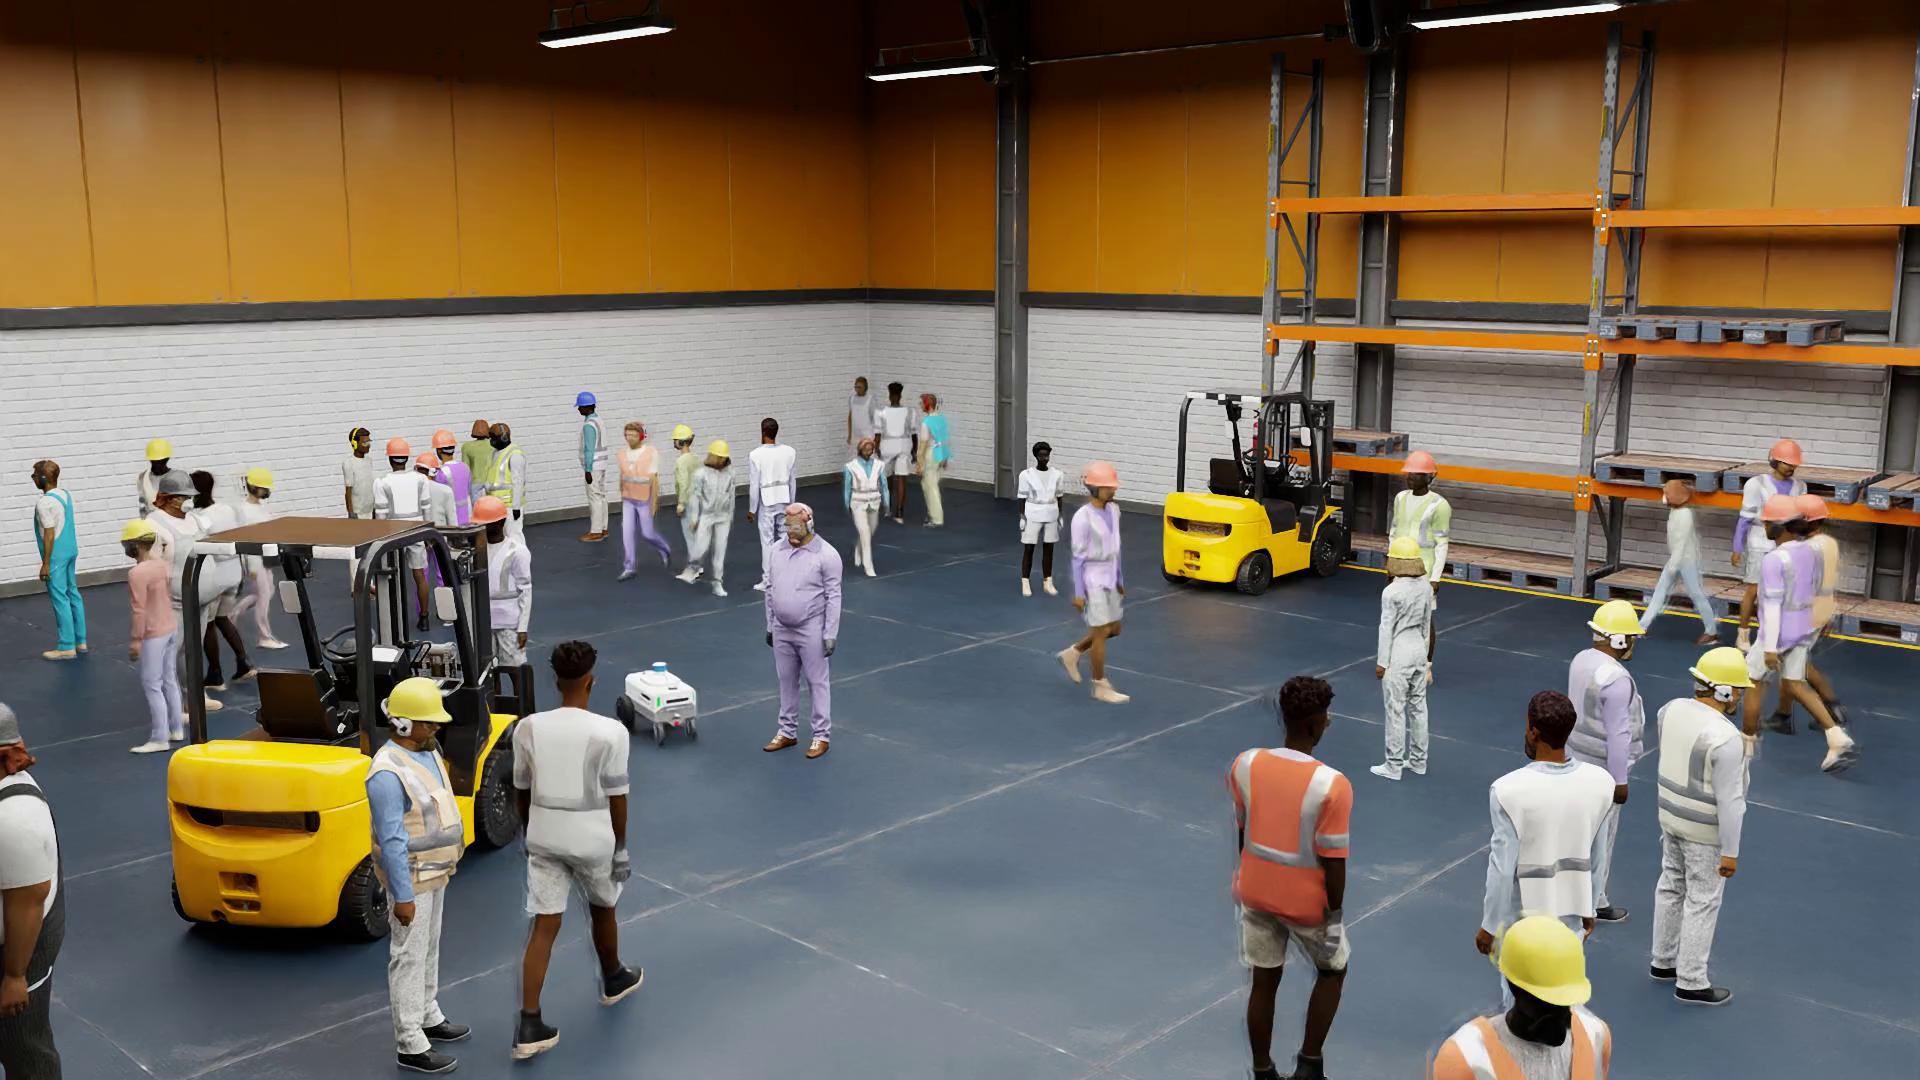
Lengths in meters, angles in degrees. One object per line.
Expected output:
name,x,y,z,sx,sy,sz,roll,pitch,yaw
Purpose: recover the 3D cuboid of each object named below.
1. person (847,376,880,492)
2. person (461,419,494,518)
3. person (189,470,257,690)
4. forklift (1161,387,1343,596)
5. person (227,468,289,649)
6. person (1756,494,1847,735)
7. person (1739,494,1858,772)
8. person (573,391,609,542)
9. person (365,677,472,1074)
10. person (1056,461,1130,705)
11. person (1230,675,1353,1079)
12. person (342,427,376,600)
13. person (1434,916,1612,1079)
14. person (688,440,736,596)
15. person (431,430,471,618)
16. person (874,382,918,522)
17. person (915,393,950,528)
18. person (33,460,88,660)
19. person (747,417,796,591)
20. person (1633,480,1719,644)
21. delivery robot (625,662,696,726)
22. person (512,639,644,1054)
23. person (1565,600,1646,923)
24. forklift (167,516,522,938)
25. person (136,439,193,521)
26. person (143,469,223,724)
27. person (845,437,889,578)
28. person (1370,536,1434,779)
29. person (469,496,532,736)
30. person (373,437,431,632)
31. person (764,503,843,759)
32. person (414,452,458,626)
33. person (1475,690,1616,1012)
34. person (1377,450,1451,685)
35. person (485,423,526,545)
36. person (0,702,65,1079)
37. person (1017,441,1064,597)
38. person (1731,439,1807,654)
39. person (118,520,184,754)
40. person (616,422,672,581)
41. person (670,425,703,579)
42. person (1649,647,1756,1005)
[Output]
person,-1.495,-1.634,25.715,0.571,1.835,0.415,5,11,25
person,-5.989,-0.702,20.899,0.507,1.632,0.274,-3,10,-15
person,-6.342,0.345,14.094,0.454,1.927,0.641,3,10,18
forklift,3.298,-0.608,18.767,1.214,2.155,2.313,9,13,42
person,-6.634,0.185,15.537,0.601,1.732,0.568,-1,10,-8
person,6.486,0.582,12.808,0.573,1.909,0.536,-9,14,-43
person,6.027,0.676,12.024,0.635,2.008,0.950,-7,12,-35
person,-4.741,-0.948,21.439,0.416,1.939,0.605,0,10,0
person,-2.489,1.525,7.672,0.404,1.827,0.586,0,10,-2
person,1.113,0.343,13.829,0.668,2.031,0.620,7,12,35
person,1.468,1.535,7.281,0.607,1.949,0.502,9,13,40
person,-6.416,-0.282,17.889,0.335,1.858,0.504,2,10,10
person,1.647,2.001,4.741,0.605,1.893,0.798,-3,10,-14
person,-2.691,-0.254,18.098,0.498,1.714,0.606,-7,12,-34
person,-5.200,-0.160,16.956,0.366,1.933,0.551,3,10,16
person,-0.894,-1.243,23.177,0.631,1.906,1.016,-1,10,-6
person,-0.422,-1.066,22.421,0.572,1.821,0.609,5,11,26
person,-8.300,0.177,15.294,0.328,1.844,0.514,0,10,-2
person,-2.060,-0.386,18.292,0.587,1.918,0.391,-8,13,-37
person,6.829,0.214,15.855,0.923,1.569,0.507,1,10,8
delivery robot,-2.325,1.194,12.905,0.477,0.478,0.707,-6,12,-31
person,-1.869,1.436,7.970,0.612,1.911,0.990,2,10,13
person,3.613,1.236,9.346,0.404,1.824,0.586,0,10,1
forklift,-3.583,0.976,9.748,1.214,2.155,2.313,2,10,11
person,-7.907,-0.069,16.561,0.594,1.888,0.756,0,10,-1
person,-6.204,0.431,13.292,0.536,2.000,0.684,2,10,9
person,-1.110,-0.411,19.354,0.515,1.605,0.804,-4,11,-23
person,3.156,0.834,11.871,0.480,1.734,0.335,-7,12,-35
person,-3.492,0.616,12.552,0.542,1.930,0.374,4,11,23
person,-5.444,-0.039,16.257,0.544,1.939,0.354,-7,12,-36
person,-1.192,0.664,12.356,0.638,1.906,0.407,5,11,28
person,-5.283,-0.005,16.612,0.561,1.744,0.338,0,10,-2
person,2.481,1.582,7.084,0.591,1.919,0.392,-4,11,-20
person,3.916,0.245,14.333,0.367,2.048,0.607,-6,12,-32
person,-5.091,-0.402,18.644,0.429,1.832,0.635,-9,13,-41
person,-3.839,1.609,6.586,0.539,2.000,0.689,-7,12,-35
person,0.880,-0.231,18.036,0.537,1.695,0.320,-3,10,-17
person,7.501,0.075,15.373,0.674,2.030,0.435,-1,10,-7
person,-6.098,0.723,12.488,0.396,1.750,0.543,-1,10,-5
person,-3.628,-0.458,18.992,0.579,1.818,0.693,4,11,23
person,-3.130,-0.433,18.992,0.331,1.767,0.527,2,10,9
person,3.704,1.421,8.303,0.403,1.817,0.601,-2,10,-10
